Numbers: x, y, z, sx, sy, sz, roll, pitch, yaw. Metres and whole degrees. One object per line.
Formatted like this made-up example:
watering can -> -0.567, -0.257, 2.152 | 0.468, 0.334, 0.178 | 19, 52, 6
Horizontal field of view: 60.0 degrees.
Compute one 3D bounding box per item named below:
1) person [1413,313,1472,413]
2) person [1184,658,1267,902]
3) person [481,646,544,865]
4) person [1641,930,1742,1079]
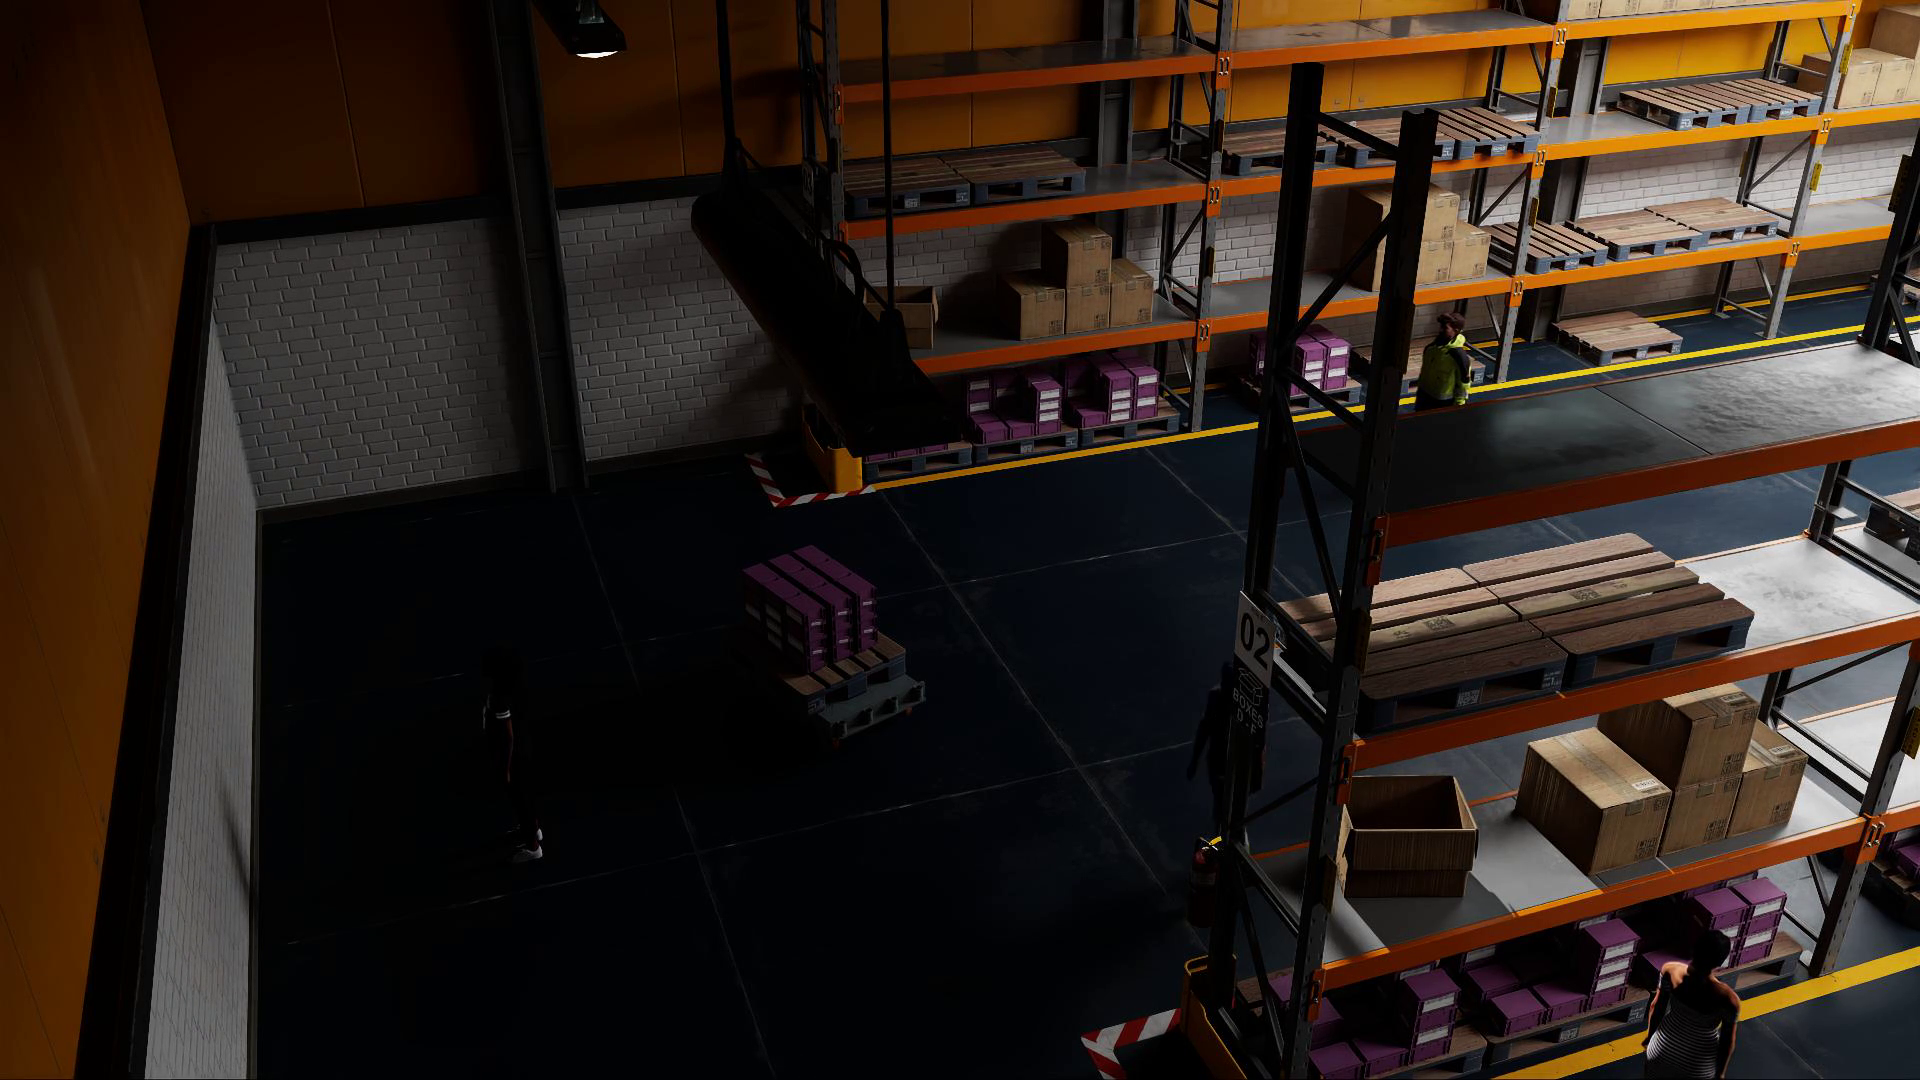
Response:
person -> 4.770, -1.327, 16.508 | 0.686, 1.982, 0.804 | -14, 32, -25
person -> 1.922, 1.551, 11.421 | 1.101, 1.801, 0.828 | -18, 34, -30
person -> -3.136, 1.480, 11.629 | 0.644, 1.728, 0.662 | -3, 29, -6
person -> 3.910, 2.837, 9.041 | 0.682, 1.822, 0.674 | 25, 37, 38
